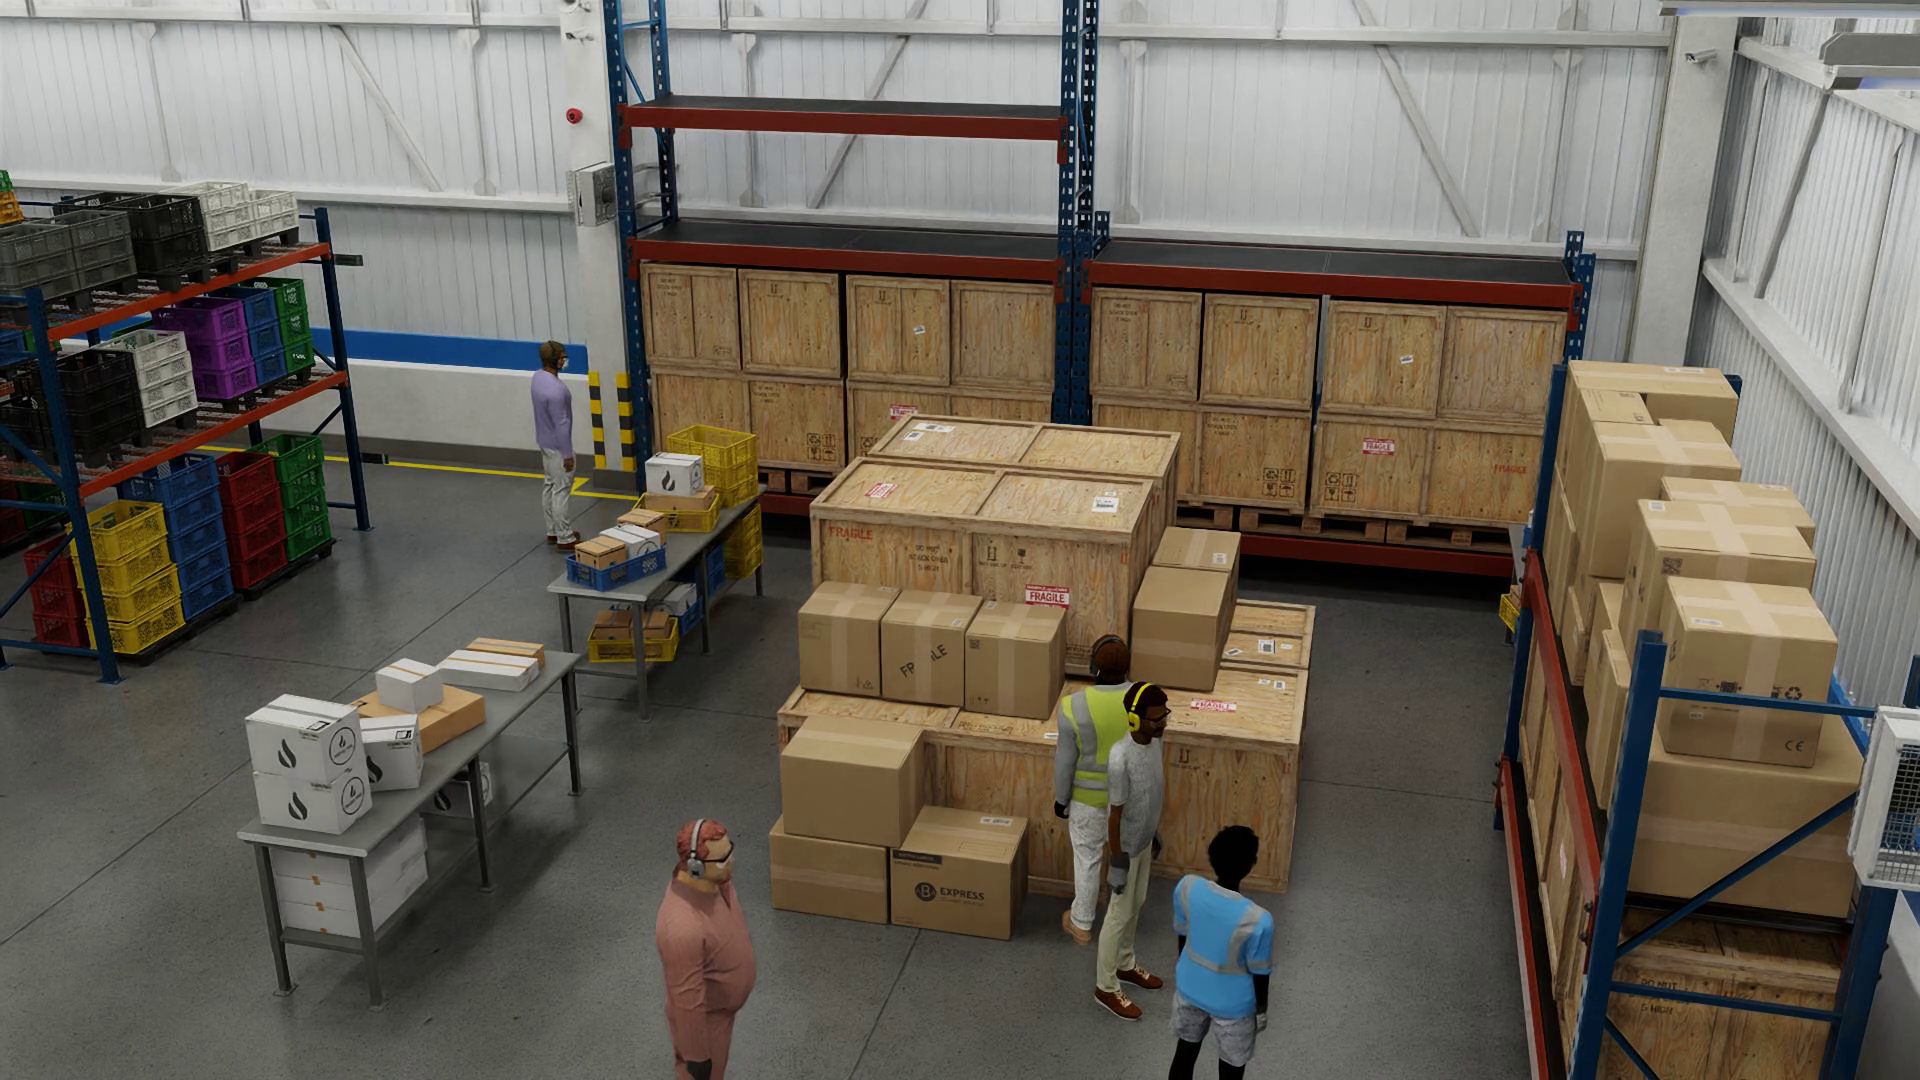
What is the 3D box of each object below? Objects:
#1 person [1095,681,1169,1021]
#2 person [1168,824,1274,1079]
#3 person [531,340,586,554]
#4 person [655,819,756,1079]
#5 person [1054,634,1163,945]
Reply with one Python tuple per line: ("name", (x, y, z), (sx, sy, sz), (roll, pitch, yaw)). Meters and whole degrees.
("person", (0.913, 1.582, 8.648), (0.309, 1.868, 0.534), (11, 24, 27))
("person", (1.186, 2.072, 7.615), (0.534, 1.689, 0.321), (18, 28, 40))
("person", (-3.605, -0.839, 14.888), (0.351, 1.936, 0.639), (-12, 24, -28))
("person", (-1.088, 2.072, 7.311), (0.399, 1.909, 0.642), (0, 21, 1))
("person", (0.807, 1.380, 9.215), (0.625, 1.844, 0.429), (-6, 22, -14))
